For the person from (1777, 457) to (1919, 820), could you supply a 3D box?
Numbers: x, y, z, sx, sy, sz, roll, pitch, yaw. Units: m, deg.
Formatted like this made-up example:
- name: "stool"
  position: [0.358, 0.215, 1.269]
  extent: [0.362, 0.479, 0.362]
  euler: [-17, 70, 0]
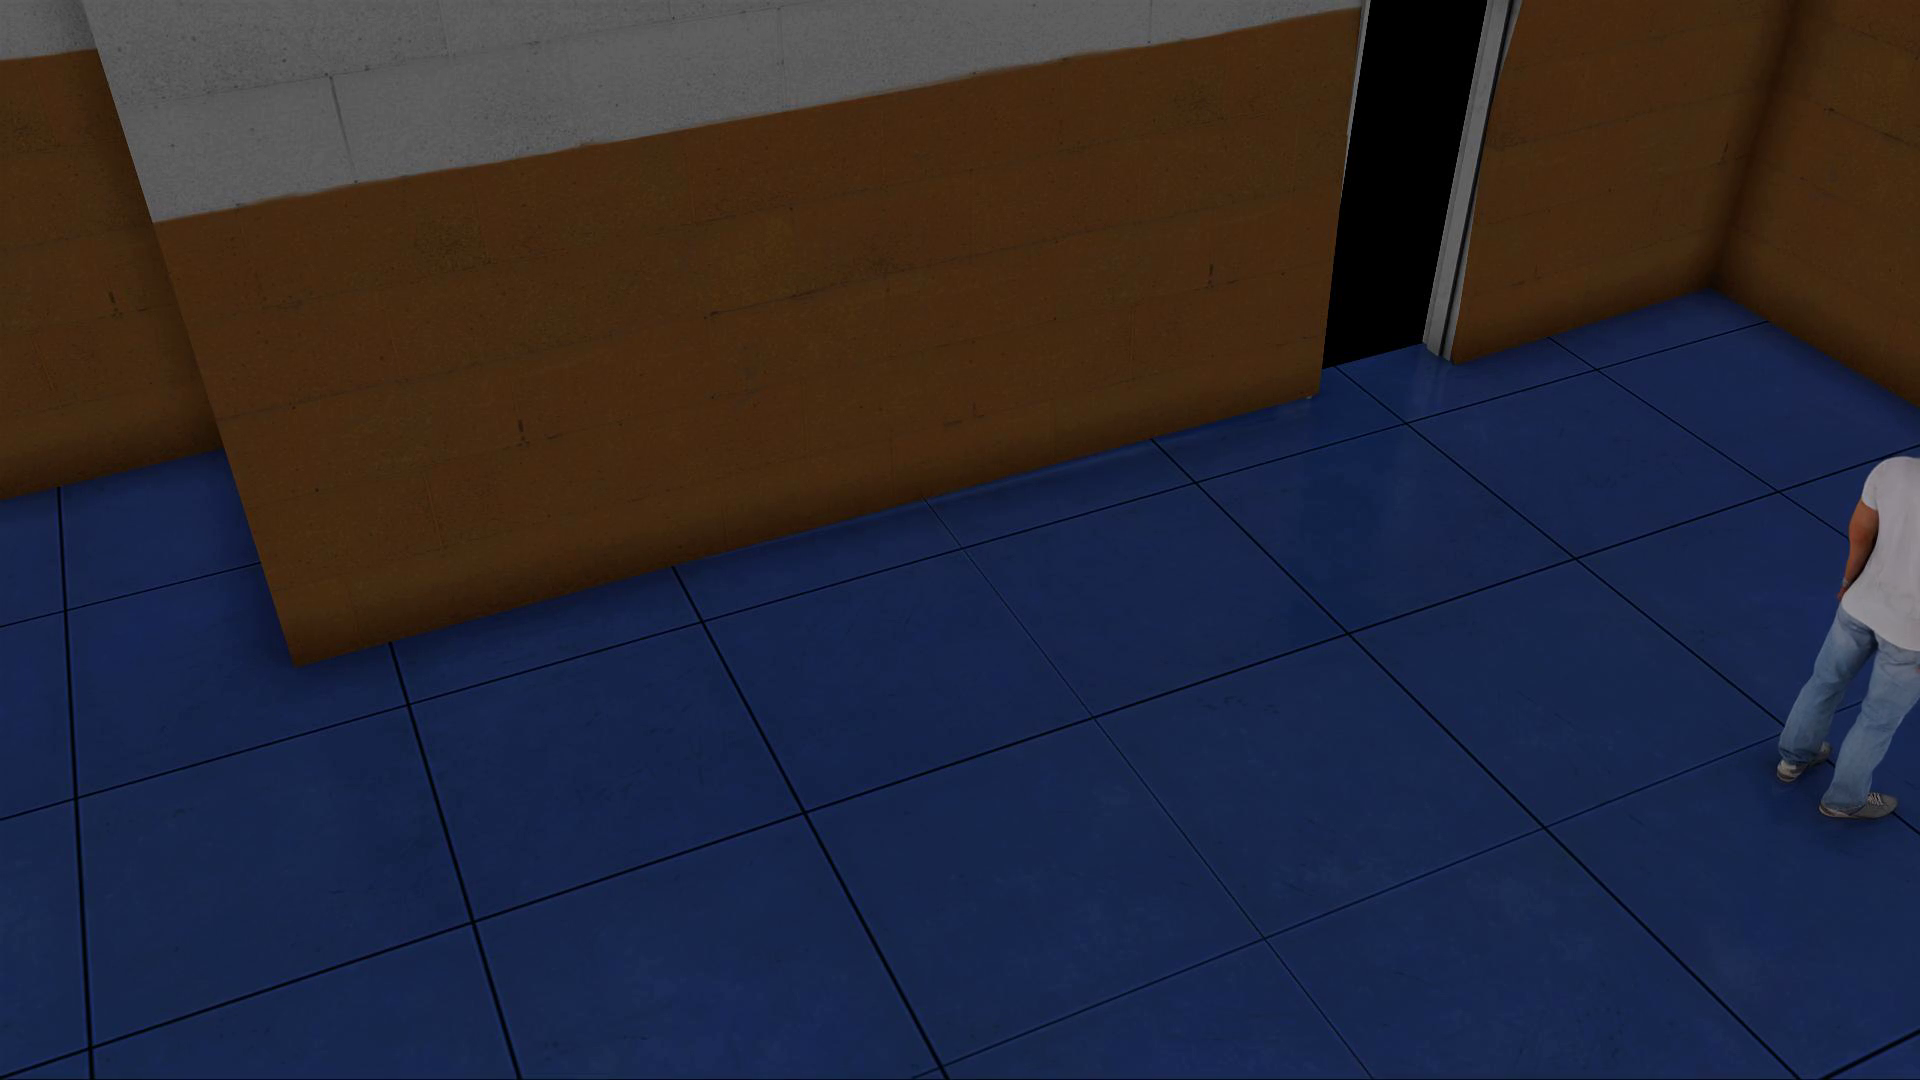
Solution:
- name: "person"
  position: [3.528, 0.273, 6.280]
  extent: [0.745, 1.866, 0.518]
  euler: [-13, 39, -16]
